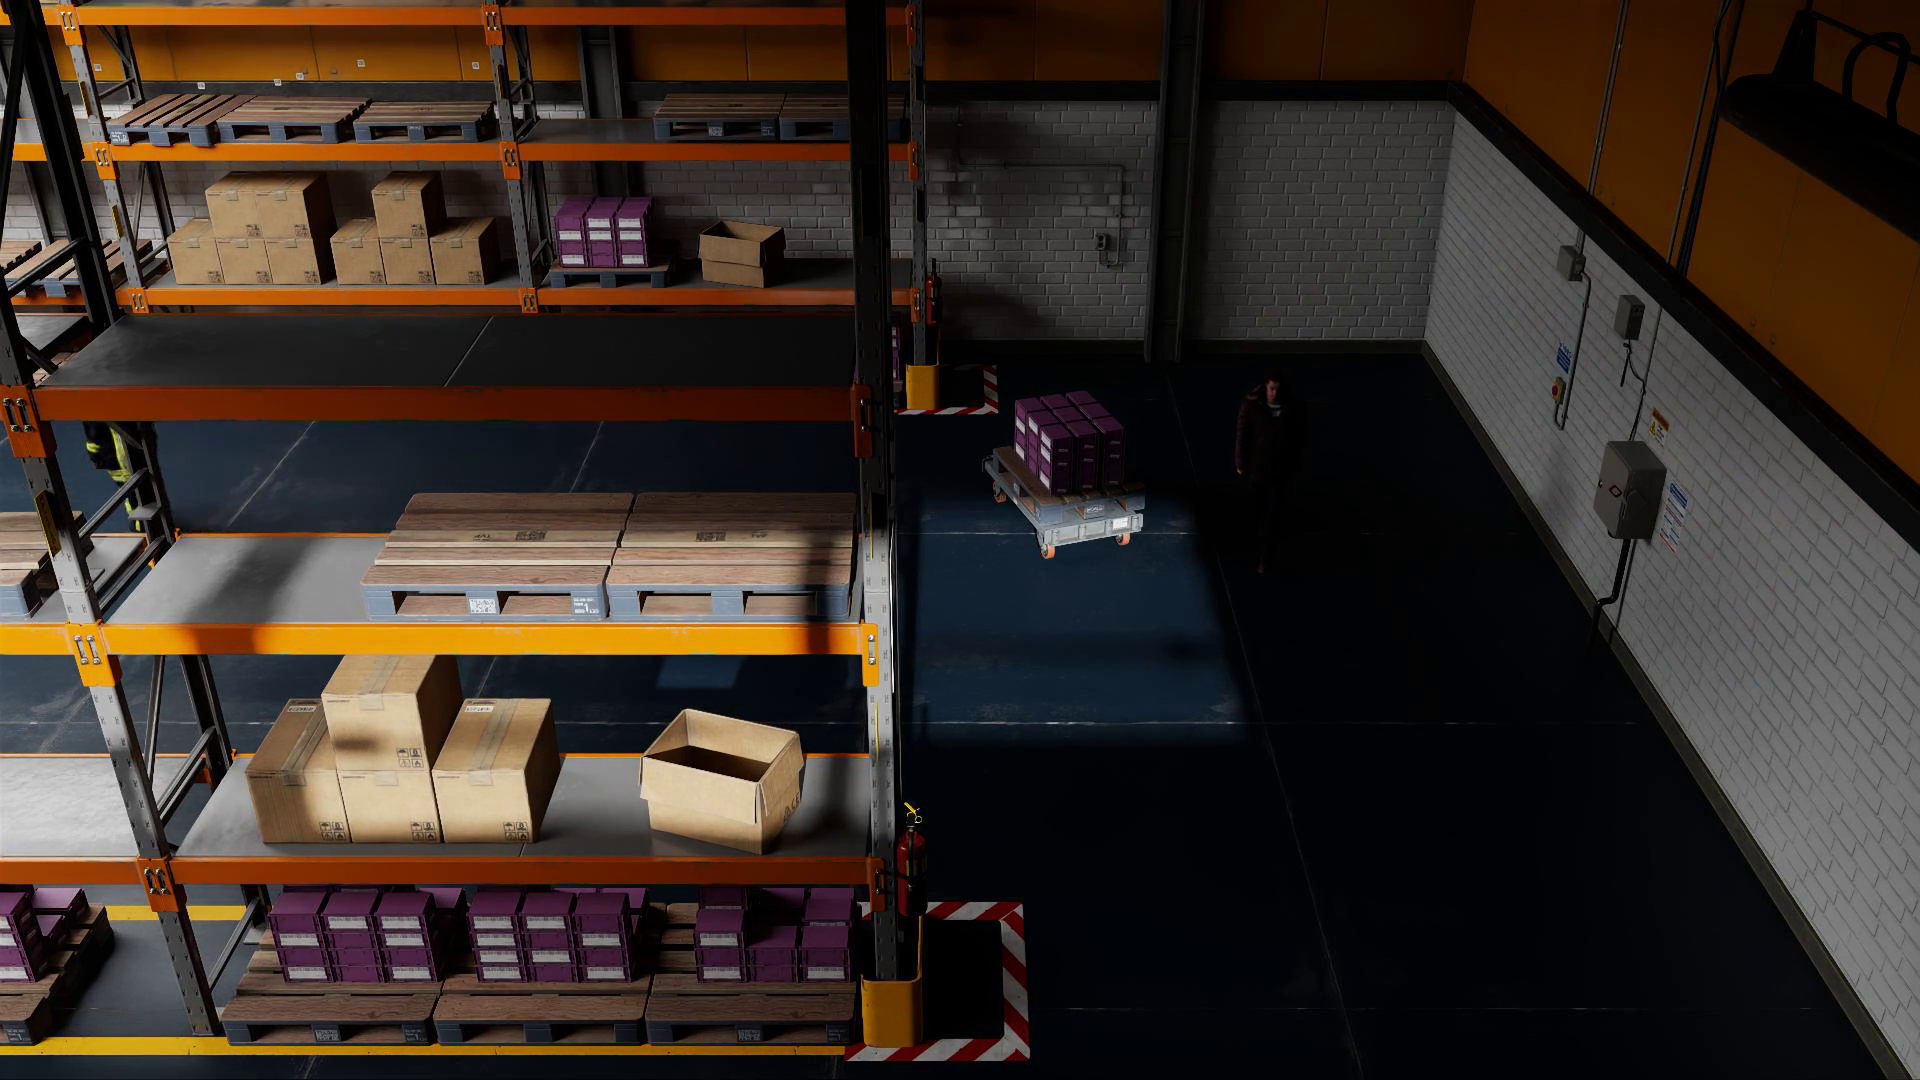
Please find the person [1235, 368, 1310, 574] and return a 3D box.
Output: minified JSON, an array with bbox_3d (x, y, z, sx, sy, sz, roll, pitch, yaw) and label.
[{"bbox_3d":[2.685,-0.687,14.395,1.230,1.797,0.994,6,29,11],"label":"person"}]
